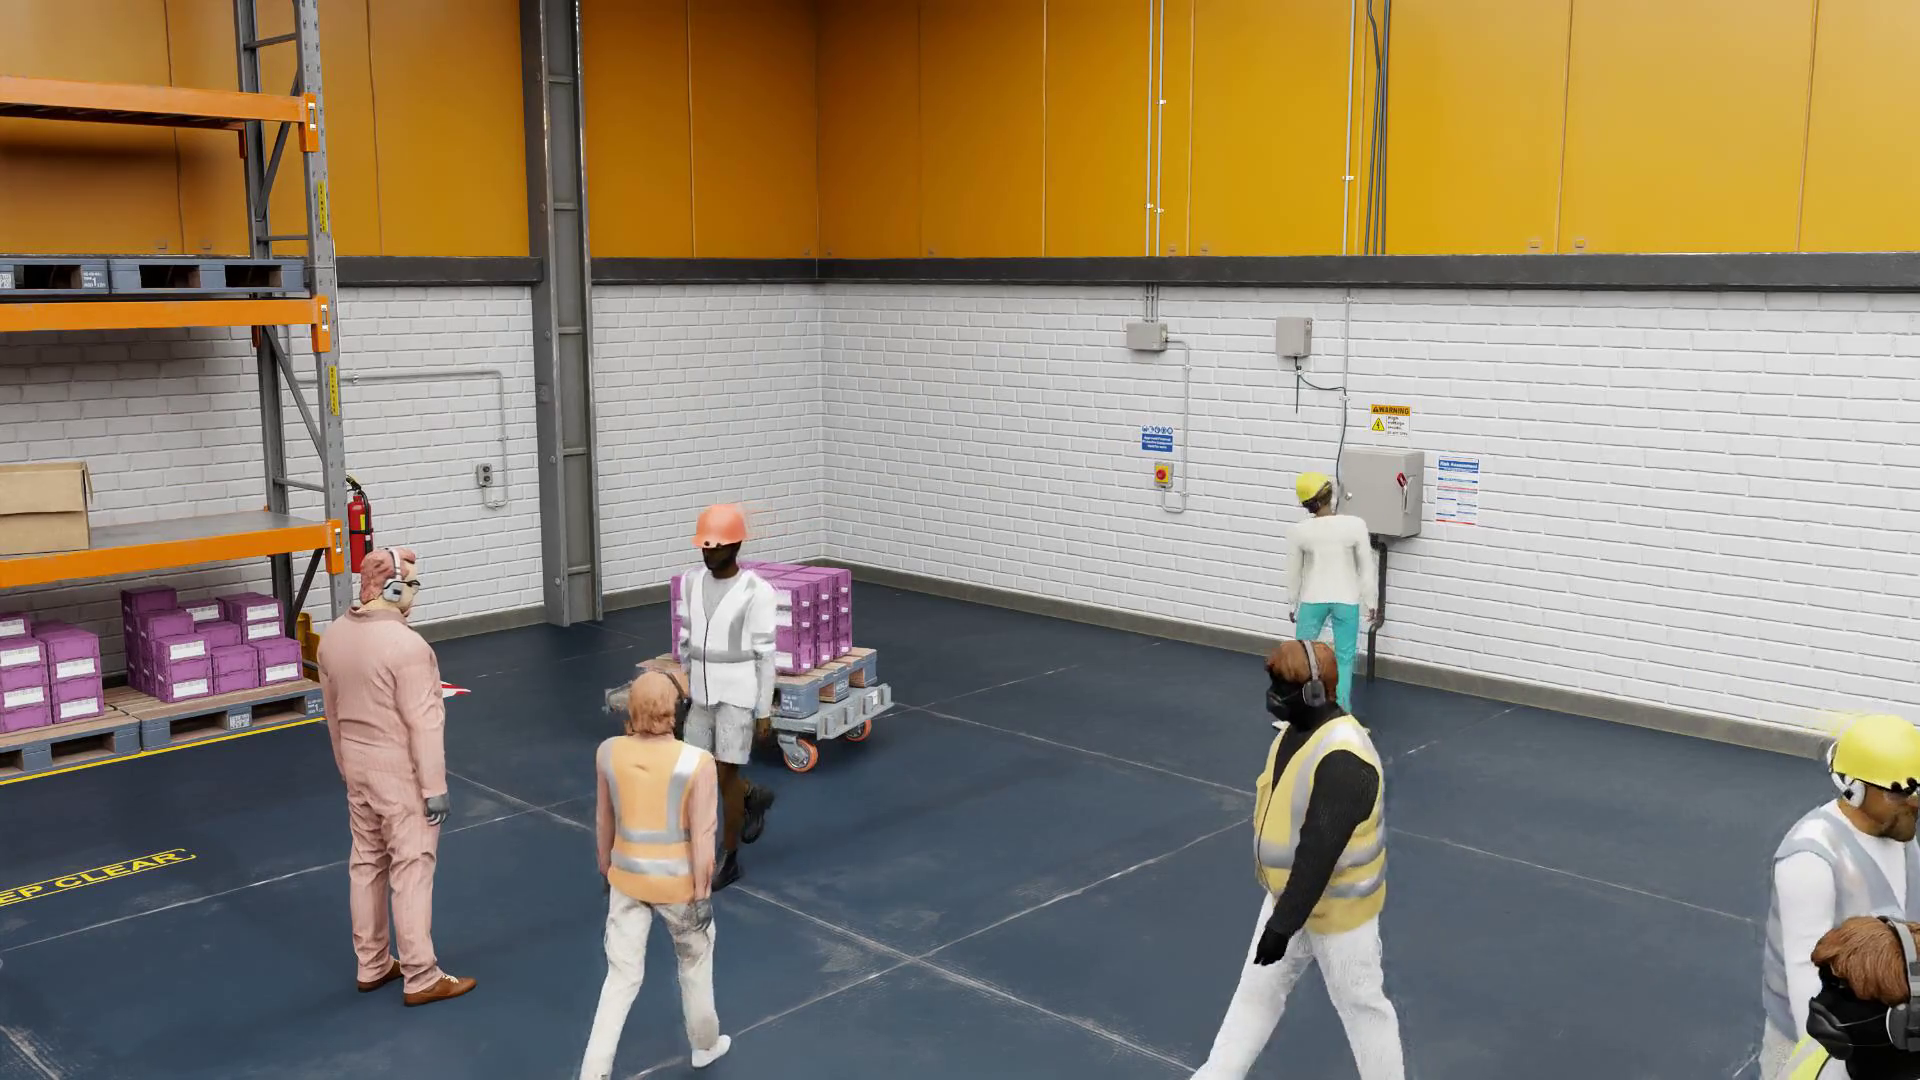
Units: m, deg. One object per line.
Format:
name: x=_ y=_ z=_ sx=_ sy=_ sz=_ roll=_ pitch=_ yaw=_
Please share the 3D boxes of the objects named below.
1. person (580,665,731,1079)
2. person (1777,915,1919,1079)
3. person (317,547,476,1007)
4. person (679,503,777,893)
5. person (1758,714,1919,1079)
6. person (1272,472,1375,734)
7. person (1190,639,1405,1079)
person: x=-1.135 y=1.261 z=6.030 sx=0.526 sy=1.601 sz=0.830 roll=3 pitch=10 yaw=19
person: x=1.707 y=1.605 z=3.197 sx=0.429 sy=1.843 sz=0.630 roll=0 pitch=9 yaw=0
person: x=-2.332 y=0.972 z=6.898 sx=0.639 sy=1.901 sz=0.406 roll=6 pitch=11 yaw=34
person: x=-1.115 y=0.745 z=8.237 sx=0.566 sy=1.916 sz=0.626 roll=6 pitch=11 yaw=32
person: x=2.593 y=1.377 z=4.701 sx=0.606 sy=1.794 sz=0.847 roll=-6 pitch=11 yaw=-31
person: x=2.397 y=0.427 z=10.796 sx=0.640 sy=1.724 sz=0.320 roll=3 pitch=10 yaw=17
person: x=1.121 y=1.229 z=5.637 sx=0.939 sy=1.793 sz=0.638 roll=-2 pitch=9 yaw=-9
